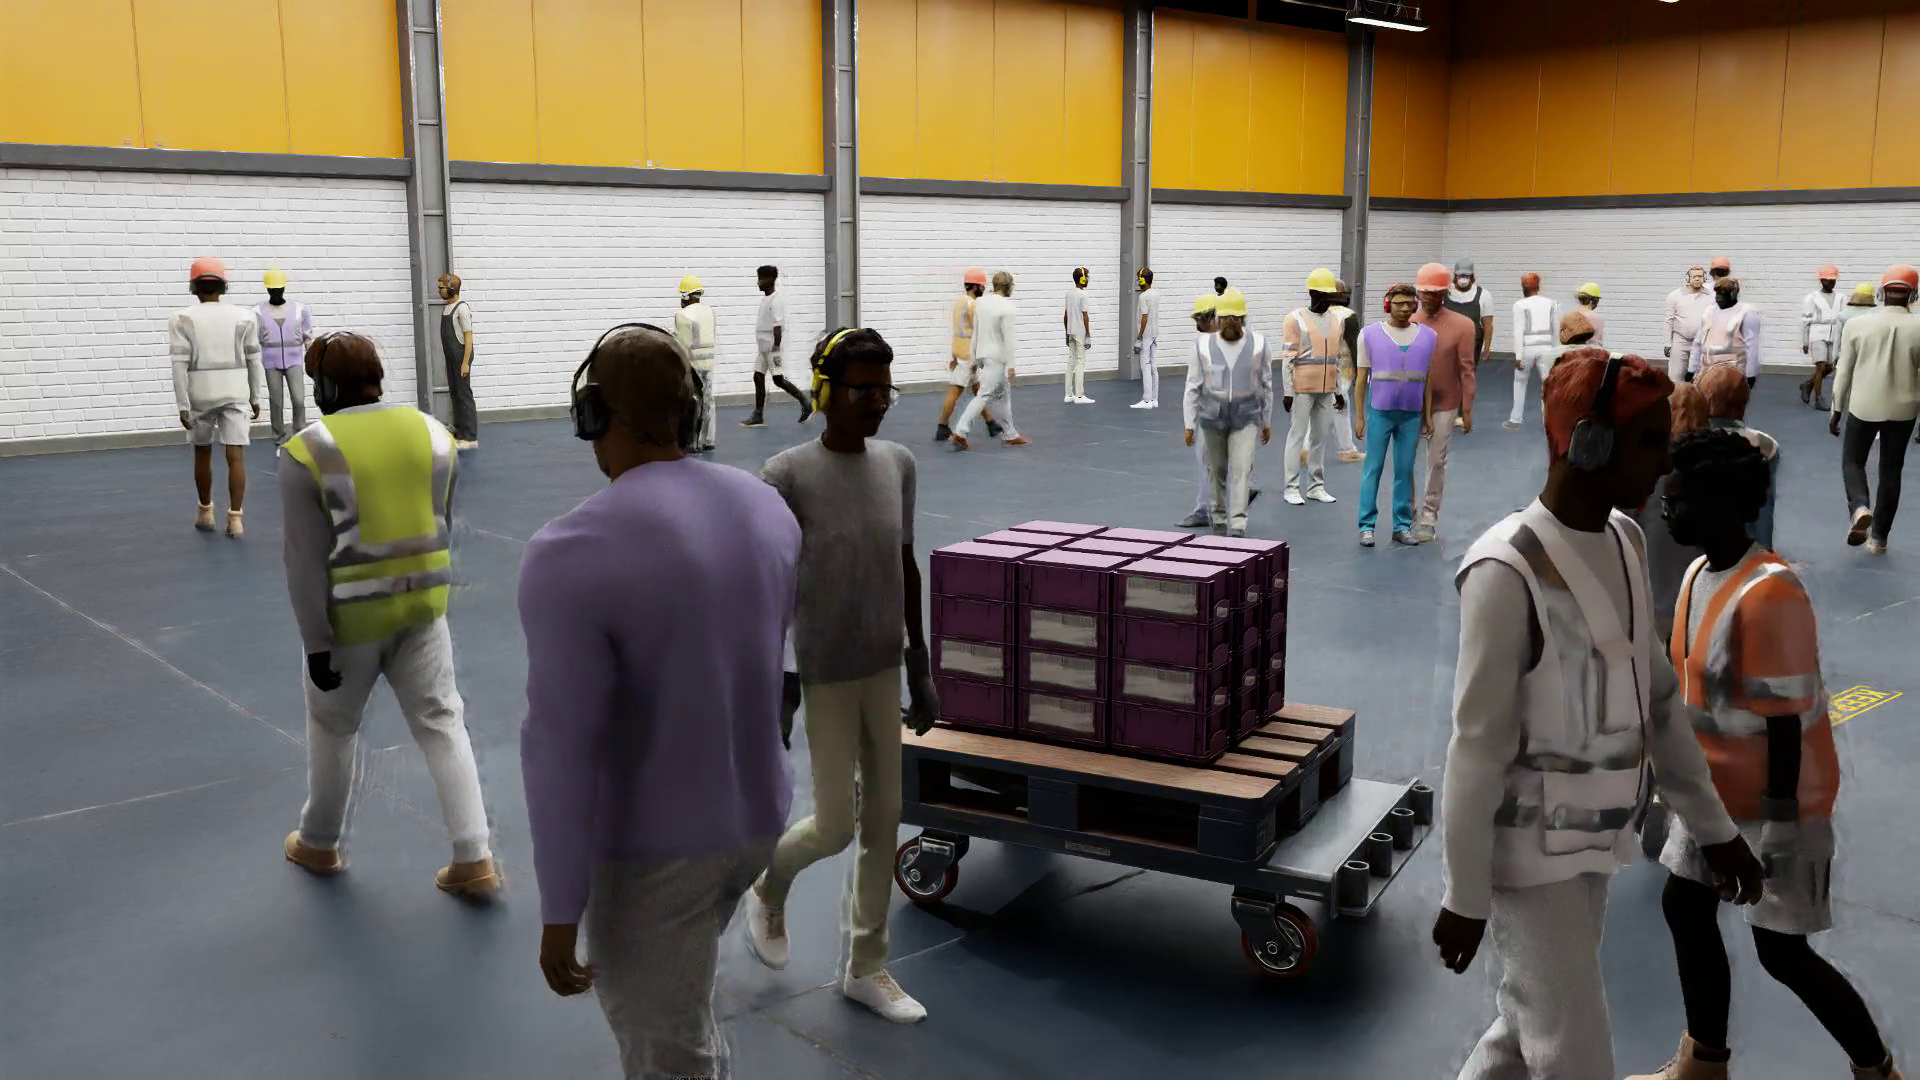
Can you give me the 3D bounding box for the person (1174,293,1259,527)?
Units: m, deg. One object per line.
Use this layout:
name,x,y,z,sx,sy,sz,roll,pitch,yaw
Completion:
person,1.932,-0.971,12.477,0.559,1.743,0.559,1,10,5

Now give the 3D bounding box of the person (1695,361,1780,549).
person,3.059,0.075,6.794,0.506,1.600,0.845,1,10,6

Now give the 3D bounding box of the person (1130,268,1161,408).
person,2.476,-2.681,22.155,0.327,1.865,0.521,6,11,31

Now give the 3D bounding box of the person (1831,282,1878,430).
person,10.293,-2.085,19.069,0.491,1.728,0.346,8,13,40

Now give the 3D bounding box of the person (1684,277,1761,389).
person,7.368,-1.641,16.212,0.705,1.817,0.645,-4,10,-20

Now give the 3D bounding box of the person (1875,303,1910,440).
person,10.202,-1.902,18.284,0.395,1.616,0.523,3,10,16

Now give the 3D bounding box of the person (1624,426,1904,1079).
person,1.887,0.565,3.788,0.636,1.649,0.540,0,10,3

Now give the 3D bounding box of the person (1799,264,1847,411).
person,11.366,-2.677,21.972,0.546,1.921,0.768,-1,10,-4

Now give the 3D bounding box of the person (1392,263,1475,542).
person,3.301,-0.959,11.750,0.648,1.972,0.441,4,11,23

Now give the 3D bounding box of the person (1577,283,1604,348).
person,6.705,-1.882,17.843,0.593,1.752,0.541,-5,11,-27

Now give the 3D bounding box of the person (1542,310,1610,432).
person,4.687,-0.930,12.637,0.501,1.614,0.480,2,10,10

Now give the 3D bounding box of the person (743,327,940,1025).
person,-0.320,0.353,4.466,0.523,1.845,0.559,-9,13,-42

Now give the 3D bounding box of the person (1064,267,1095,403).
person,1.631,-2.813,22.937,0.310,1.859,0.532,-6,11,-31

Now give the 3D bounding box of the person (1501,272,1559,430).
person,6.641,-2.138,19.082,0.618,1.845,0.909,-2,10,-13

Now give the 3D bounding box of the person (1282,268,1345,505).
person,2.901,-1.246,13.576,0.594,1.922,0.385,-5,11,-25

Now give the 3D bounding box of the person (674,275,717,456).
person,-2.697,-1.762,16.858,0.404,1.834,0.591,5,11,27

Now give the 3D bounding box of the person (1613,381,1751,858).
person,2.381,0.280,5.581,0.513,1.611,0.651,3,10,14

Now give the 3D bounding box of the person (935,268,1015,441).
person,0.146,-2.032,18.276,0.979,1.882,0.544,-3,10,-14

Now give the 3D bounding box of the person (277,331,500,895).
person,-1.837,0.239,5.283,0.922,1.800,0.626,9,13,41

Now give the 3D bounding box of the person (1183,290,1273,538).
person,1.858,-0.833,11.571,0.611,1.775,0.957,2,10,11

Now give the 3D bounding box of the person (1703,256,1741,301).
person,10.251,-2.836,22.590,0.621,2.026,0.472,1,10,7

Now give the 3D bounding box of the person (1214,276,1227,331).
person,4.291,-3.502,27.473,0.363,1.694,0.544,-7,12,-37

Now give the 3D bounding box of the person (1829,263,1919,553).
person,6.239,-0.873,11.231,0.642,1.976,0.563,4,11,24

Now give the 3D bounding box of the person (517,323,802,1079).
person,-0.551,0.562,3.074,0.653,1.900,0.652,7,12,35

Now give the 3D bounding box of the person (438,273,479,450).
person,-5.271,-1.864,17.430,0.326,1.841,0.516,-8,12,-38

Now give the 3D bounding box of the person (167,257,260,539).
person,-5.408,-1.038,12.097,0.610,2.005,0.911,-5,11,-29

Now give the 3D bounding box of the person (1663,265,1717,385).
person,8.987,-2.411,20.446,0.639,1.911,0.406,2,10,10

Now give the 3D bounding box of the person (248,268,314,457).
person,-6.759,-1.753,16.625,0.668,1.895,0.684,-5,11,-25

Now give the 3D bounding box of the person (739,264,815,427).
person,-2.168,-2.305,19.750,0.876,1.940,0.609,-4,10,-21

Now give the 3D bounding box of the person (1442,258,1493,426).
person,5.862,-2.309,19.457,0.702,2.000,0.996,3,10,14

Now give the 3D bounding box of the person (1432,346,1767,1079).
person,1.108,0.576,3.096,0.631,1.859,0.597,8,13,39

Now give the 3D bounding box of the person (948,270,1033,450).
person,0.296,-1.869,17.363,1.009,1.892,0.650,-6,11,-29

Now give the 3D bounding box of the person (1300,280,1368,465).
person,3.611,-1.621,16.177,0.960,1.805,0.615,-4,10,-21

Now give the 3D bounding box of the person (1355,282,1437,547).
person,3.032,-0.875,11.640,0.571,1.840,0.373,-1,10,-7
